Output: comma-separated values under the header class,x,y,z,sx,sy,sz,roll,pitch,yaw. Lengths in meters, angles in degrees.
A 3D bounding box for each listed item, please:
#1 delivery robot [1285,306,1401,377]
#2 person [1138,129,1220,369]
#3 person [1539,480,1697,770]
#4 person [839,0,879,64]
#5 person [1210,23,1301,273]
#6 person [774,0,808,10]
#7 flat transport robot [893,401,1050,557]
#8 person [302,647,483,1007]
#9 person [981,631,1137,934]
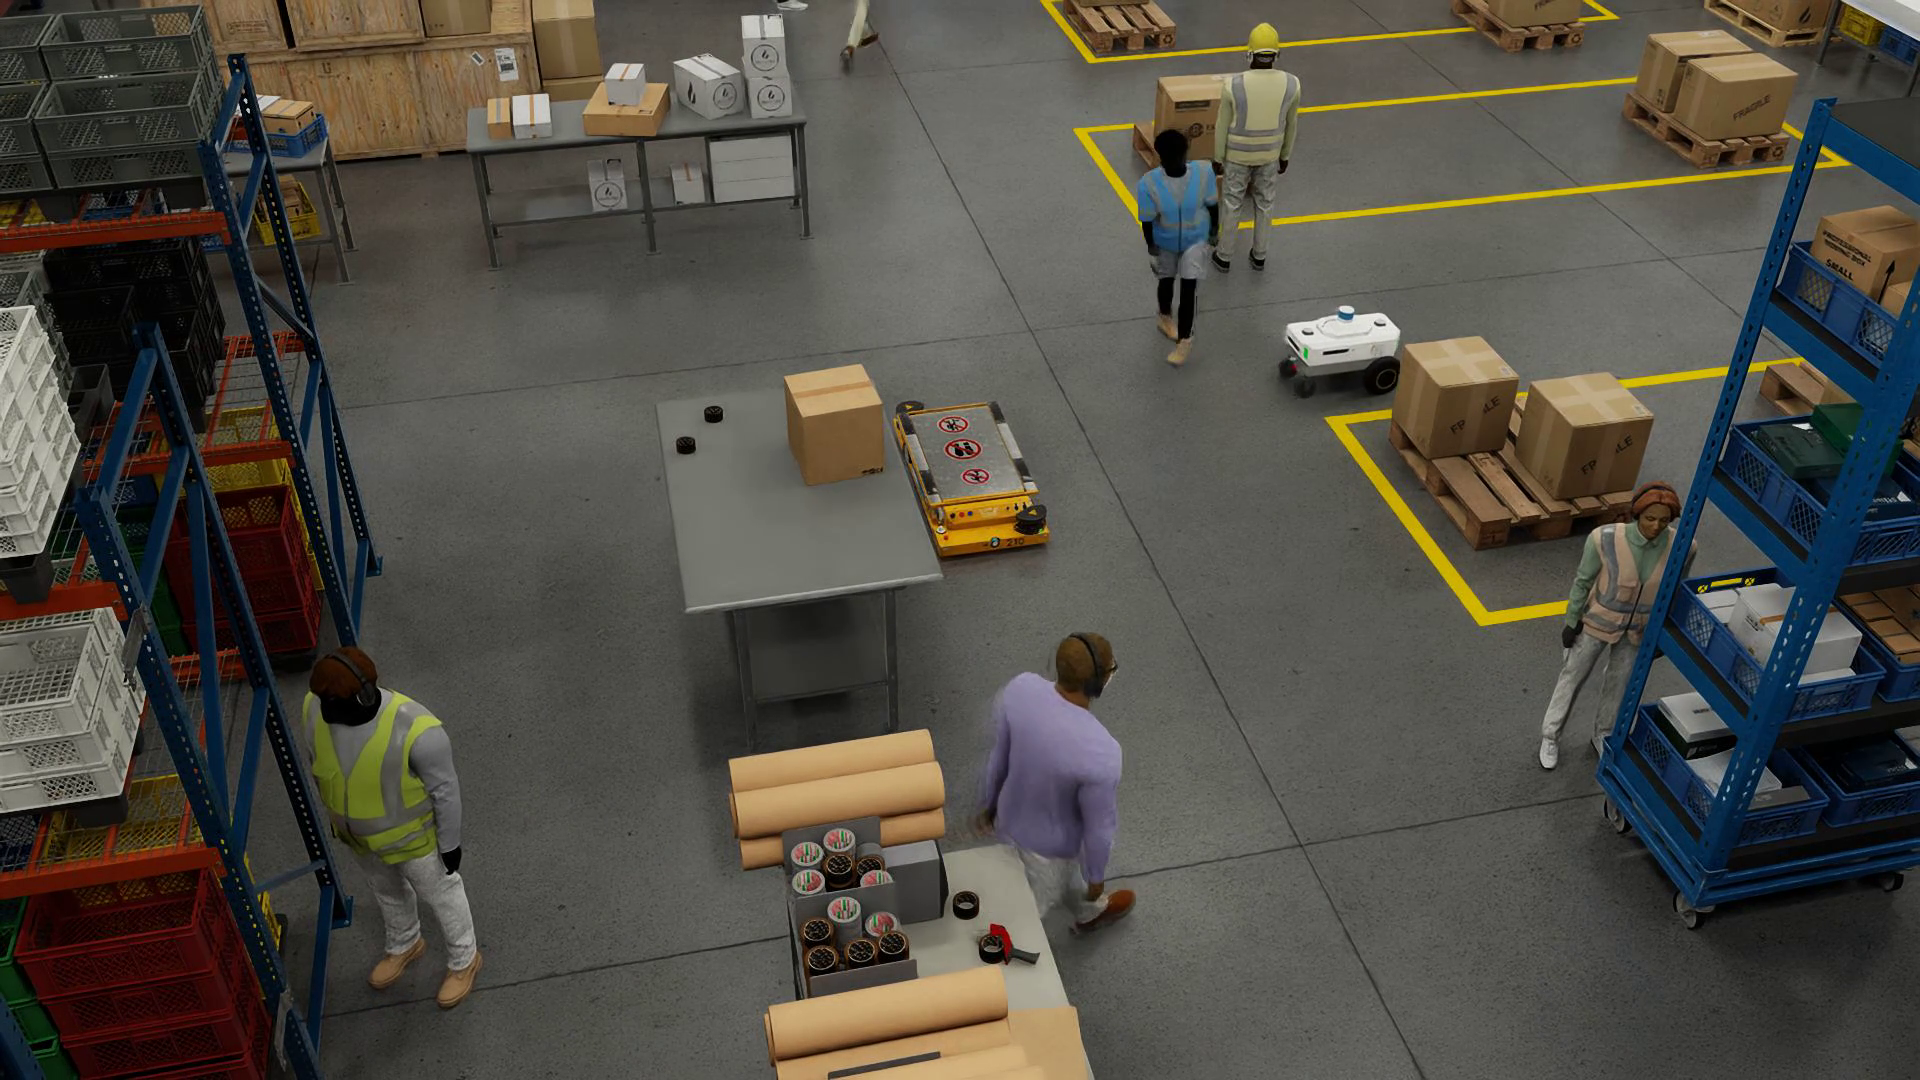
class,x,y,z,sx,sy,sz,roll,pitch,yaw
delivery robot,2.516,-1.311,10.975,0.707,0.478,0.477,-8,37,-12
person,1.439,-1.950,11.006,0.569,1.639,0.743,2,37,3
person,3.091,0.413,7.836,0.512,1.641,0.307,2,37,3
person,-0.936,-5.385,15.487,0.554,1.826,0.909,9,38,13
person,2.113,-2.812,12.019,0.593,1.827,0.403,-5,37,-6
person,-1.785,-6.318,16.652,0.391,1.918,0.590,-6,37,-8
flat transport robot,0.046,-0.430,10.108,0.652,0.197,1.431,-8,37,-10
person,-2.285,1.156,6.671,0.633,1.841,0.429,12,38,15
person,0.344,1.159,6.666,1.105,1.865,0.644,-21,41,-25
